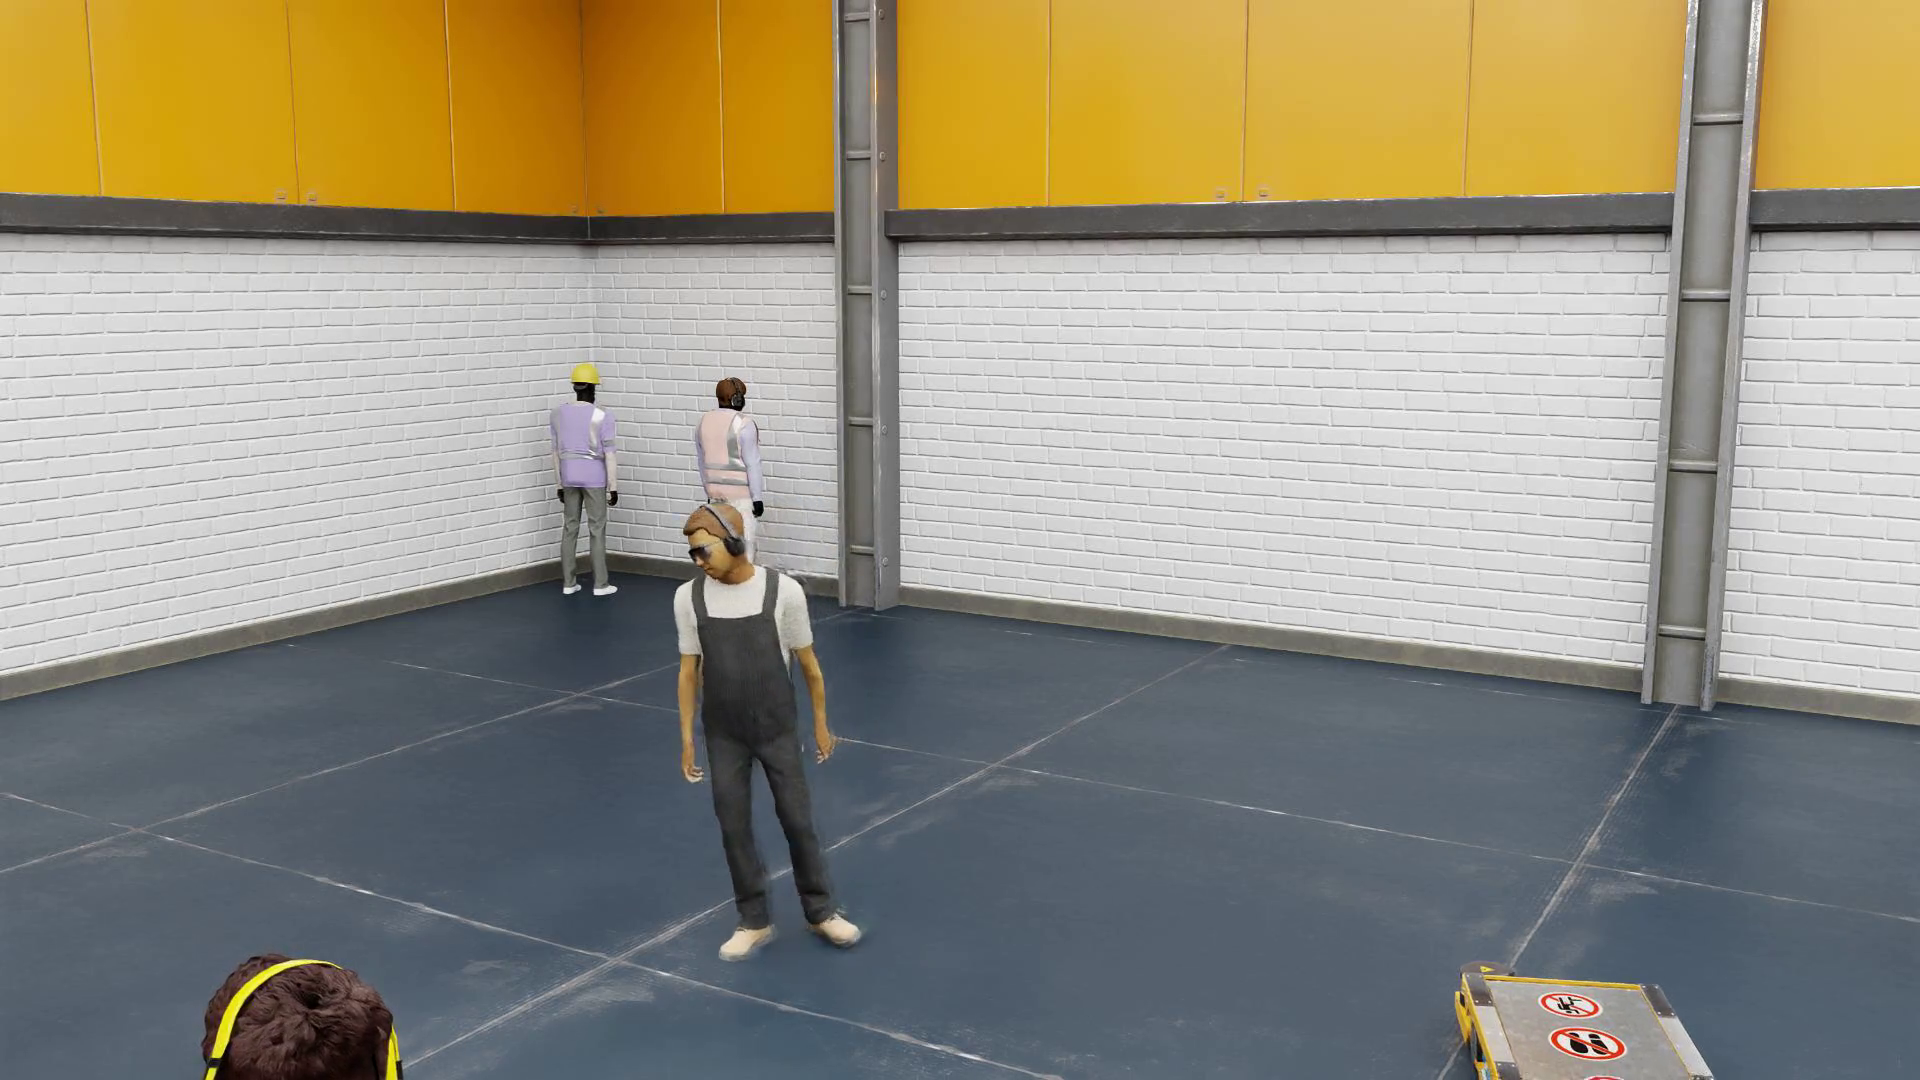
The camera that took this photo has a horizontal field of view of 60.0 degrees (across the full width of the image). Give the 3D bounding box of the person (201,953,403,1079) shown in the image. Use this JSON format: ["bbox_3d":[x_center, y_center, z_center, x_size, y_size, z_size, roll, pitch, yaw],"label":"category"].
[{"bbox_3d":[-0.747,1.400,2.040,0.329,1.865,0.509,6,11,35],"label":"person"}]

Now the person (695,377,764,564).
[{"bbox_3d":[-1.771,-0.352,13.041,0.627,1.844,0.429,7,11,36],"label":"person"}]

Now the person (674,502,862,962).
[{"bbox_3d":[-0.753,0.737,6.372,0.651,1.802,0.448,0,9,2],"label":"person"}]

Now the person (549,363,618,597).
[{"bbox_3d":[-3.075,-0.493,13.694,0.580,1.918,0.401,2,9,15],"label":"person"}]

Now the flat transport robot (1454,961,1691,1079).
[{"bbox_3d":[1.972,1.692,5.169,0.652,0.197,1.431,1,9,9],"label":"flat transport robot"}]
